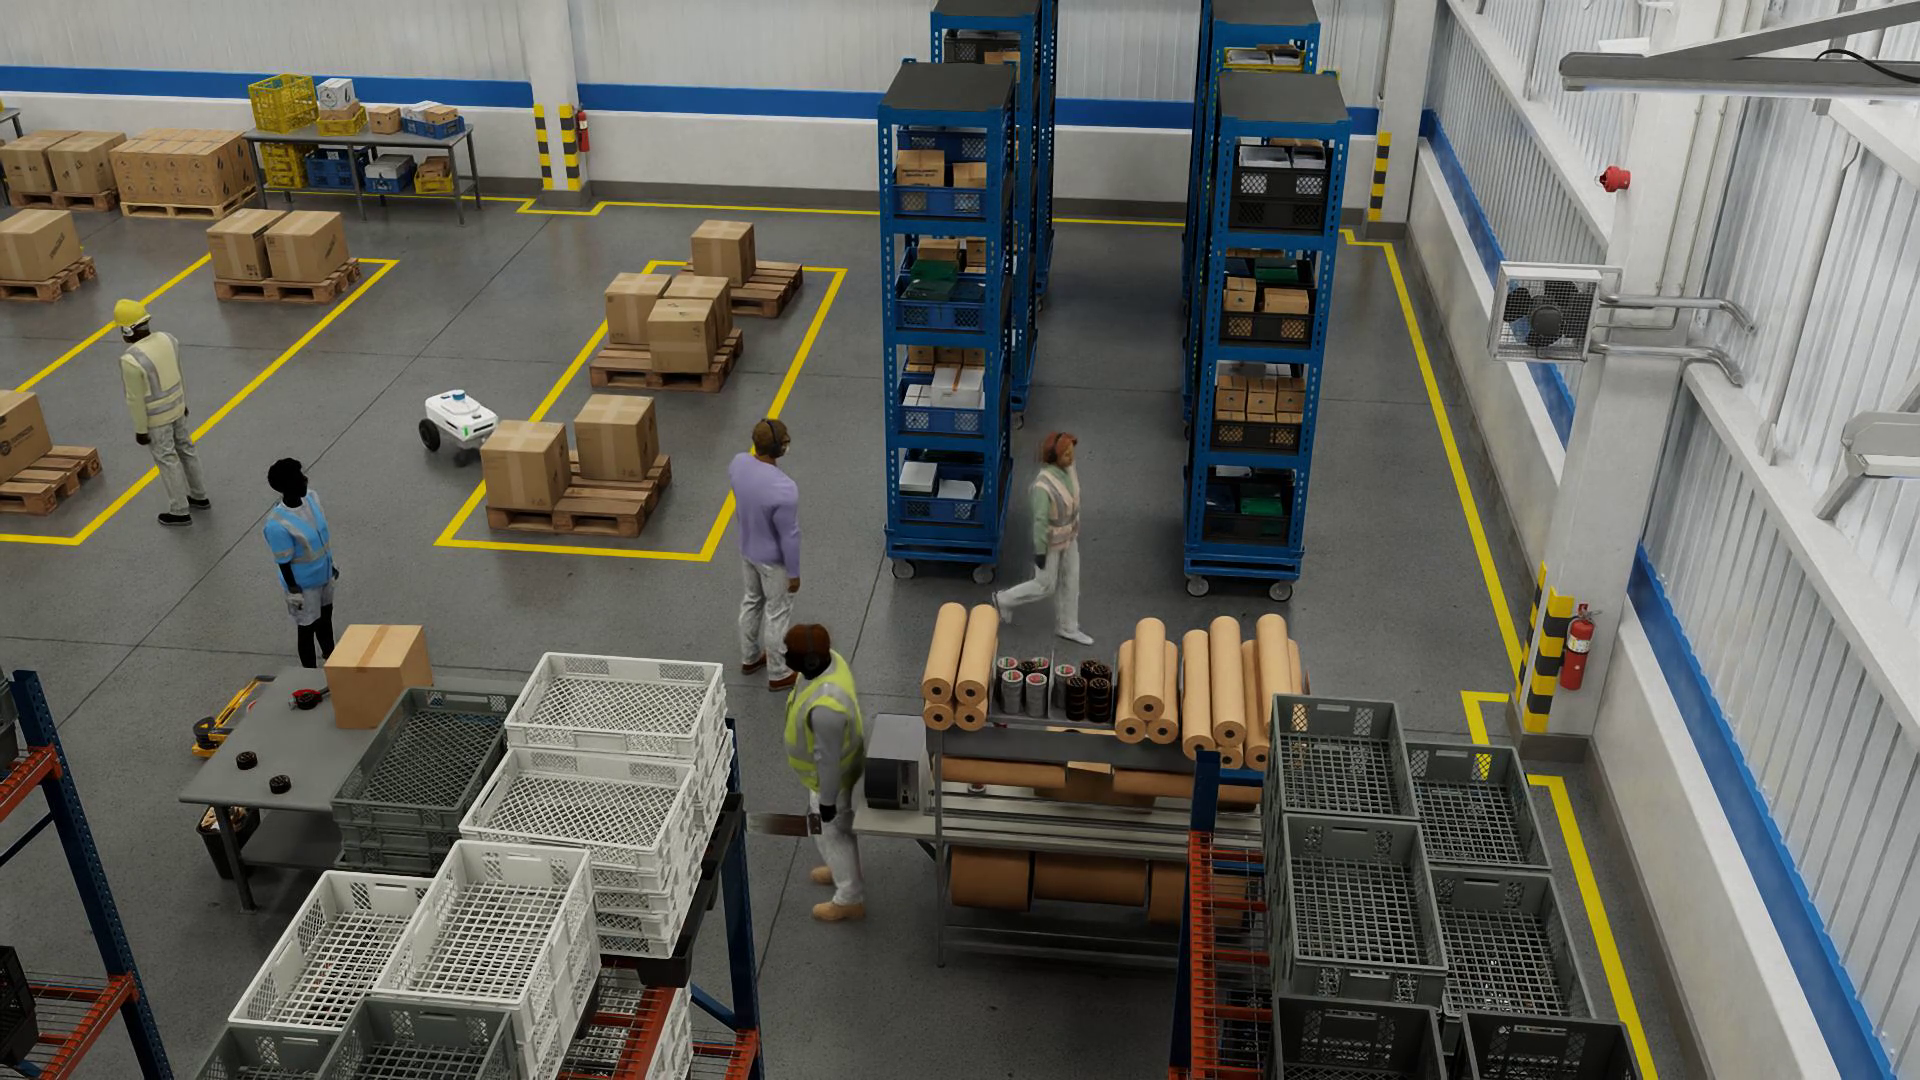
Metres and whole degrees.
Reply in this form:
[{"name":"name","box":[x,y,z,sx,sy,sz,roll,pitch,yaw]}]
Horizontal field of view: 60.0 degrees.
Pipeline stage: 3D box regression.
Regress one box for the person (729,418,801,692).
[{"name":"person","box":[-1.242,0.091,10.857,0.375,1.933,0.631,-25,38,-36]}]

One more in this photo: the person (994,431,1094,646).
[{"name":"person","box":[0.598,-0.025,11.358,0.656,1.615,0.525,16,34,26]}]

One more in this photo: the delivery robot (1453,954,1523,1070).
[{"name":"delivery robot","box":[2.698,2.312,8.304,0.477,0.478,0.707,2,30,4]}]

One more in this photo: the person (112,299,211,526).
[{"name":"person","box":[-6.174,-0.989,12.814,0.403,1.823,0.593,5,31,8]}]

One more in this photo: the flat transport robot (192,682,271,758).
[{"name":"flat transport robot","box":[-4.089,1.163,10.648,1.431,0.197,0.652,3,30,6]}]

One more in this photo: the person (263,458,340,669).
[{"name":"person","box":[-4.235,0.235,10.831,0.318,1.700,0.535,5,31,8]}]

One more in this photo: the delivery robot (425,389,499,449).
[{"name":"delivery robot","box":[-4.204,-1.033,14.051,0.477,0.478,0.707,-26,39,-37]}]

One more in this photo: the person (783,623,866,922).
[{"name":"person","box":[-0.725,1.234,9.008,0.435,1.824,0.631,-4,30,-7]}]
